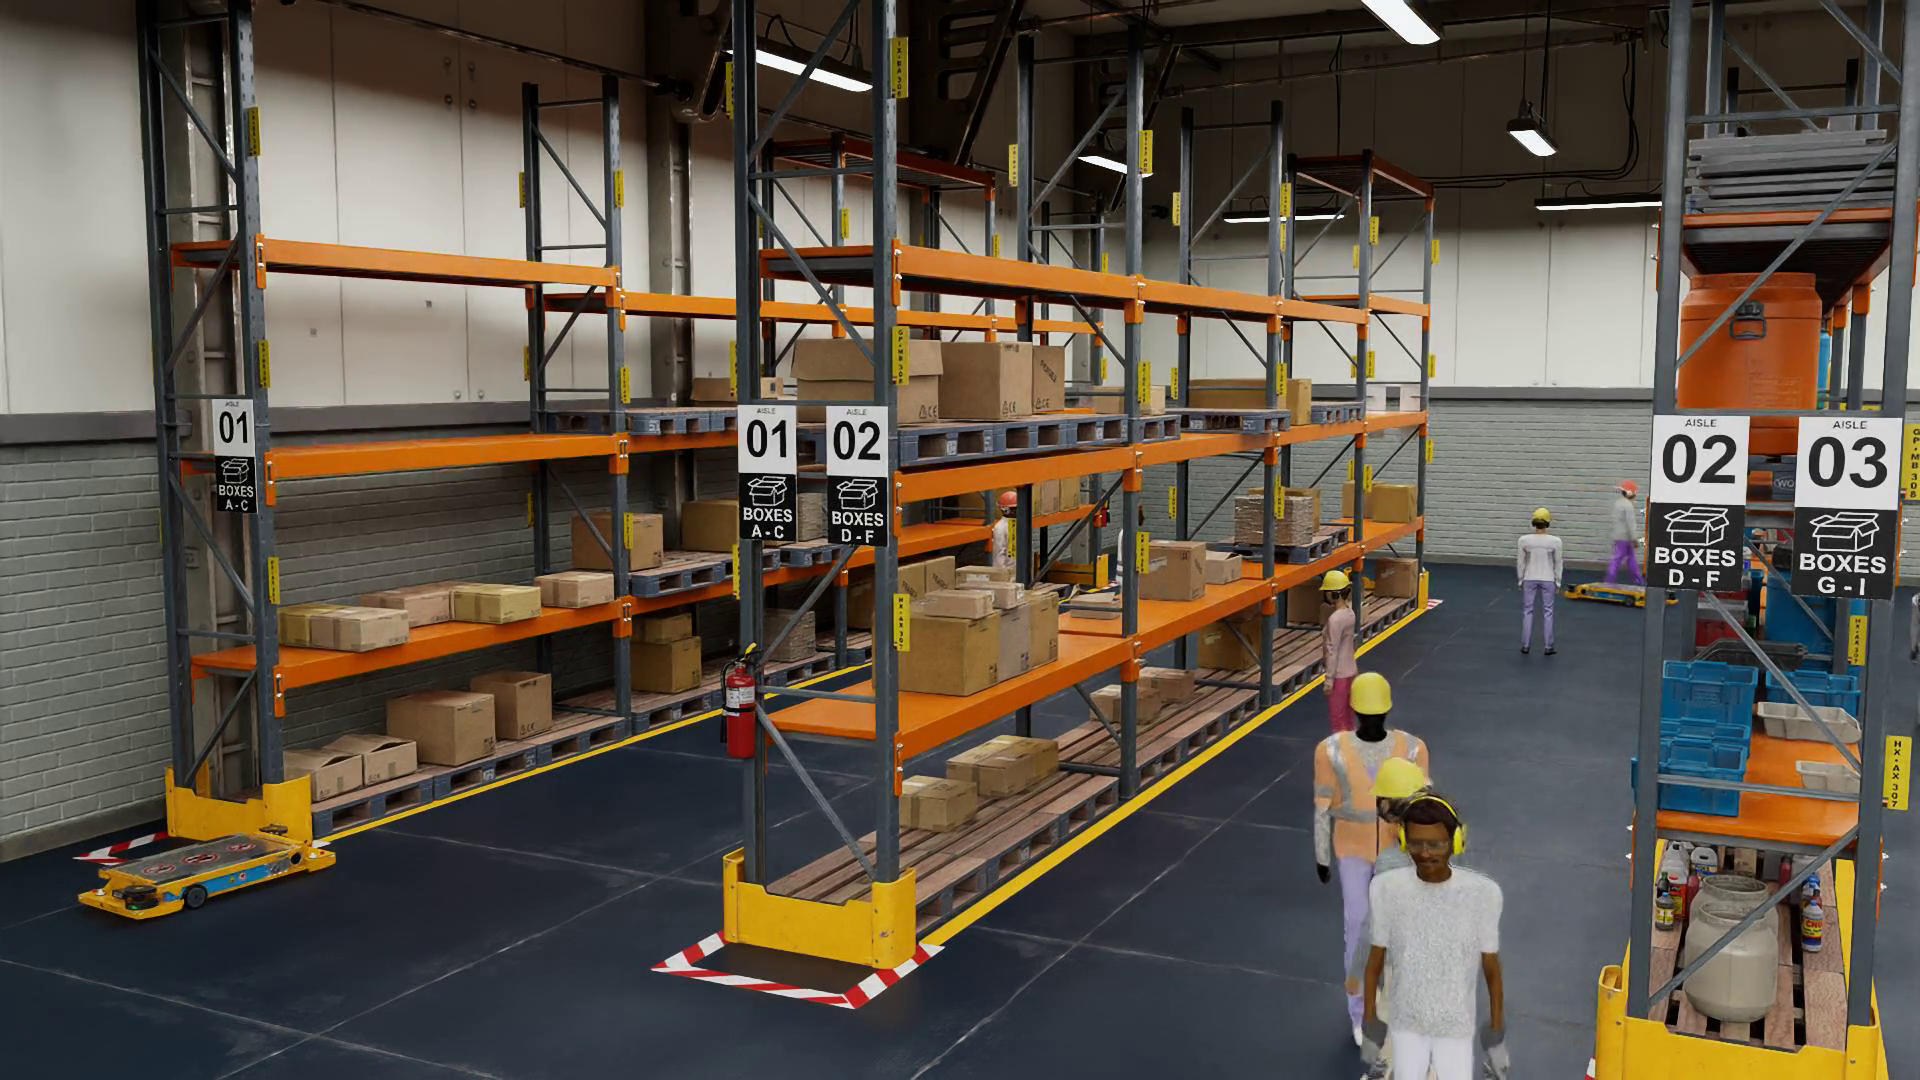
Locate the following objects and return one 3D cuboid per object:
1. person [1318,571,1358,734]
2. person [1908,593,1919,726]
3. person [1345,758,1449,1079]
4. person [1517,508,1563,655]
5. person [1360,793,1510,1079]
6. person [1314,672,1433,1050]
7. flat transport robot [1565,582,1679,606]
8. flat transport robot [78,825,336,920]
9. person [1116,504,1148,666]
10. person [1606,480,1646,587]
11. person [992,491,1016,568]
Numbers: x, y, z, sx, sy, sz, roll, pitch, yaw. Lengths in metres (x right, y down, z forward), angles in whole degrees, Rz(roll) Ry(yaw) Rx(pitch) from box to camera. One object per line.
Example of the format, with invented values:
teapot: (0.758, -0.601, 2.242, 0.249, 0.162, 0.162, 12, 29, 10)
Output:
person: (3.130, 1.133, 13.840, 0.334, 1.763, 0.521, 3, 7, 27)
person: (9.191, 1.028, 15.628, 0.501, 1.600, 0.746, 6, 8, 44)
person: (1.848, 1.815, 7.307, 0.781, 1.738, 0.539, 5, 8, 39)
person: (6.959, 0.498, 19.976, 0.525, 1.769, 0.315, 3, 6, 25)
person: (1.777, 1.868, 6.248, 0.551, 1.846, 0.395, 2, 6, 19)
person: (2.145, 1.604, 8.702, 0.589, 1.882, 0.958, 0, 6, 0)
flat transport robot: (9.677, 0.788, 24.345, 0.652, 0.197, 1.431, -5, 7, -37)
flat transport robot: (-4.924, 2.166, 10.940, 0.652, 0.197, 1.431, 4, 7, 32)
person: (1.981, 0.511, 19.284, 0.341, 1.881, 0.590, 0, 6, -2)
person: (10.335, -0.055, 25.555, 0.839, 1.712, 0.591, 1, 6, 9)
person: (0.565, 0.422, 19.602, 0.378, 1.996, 0.611, 1, 6, 14)
